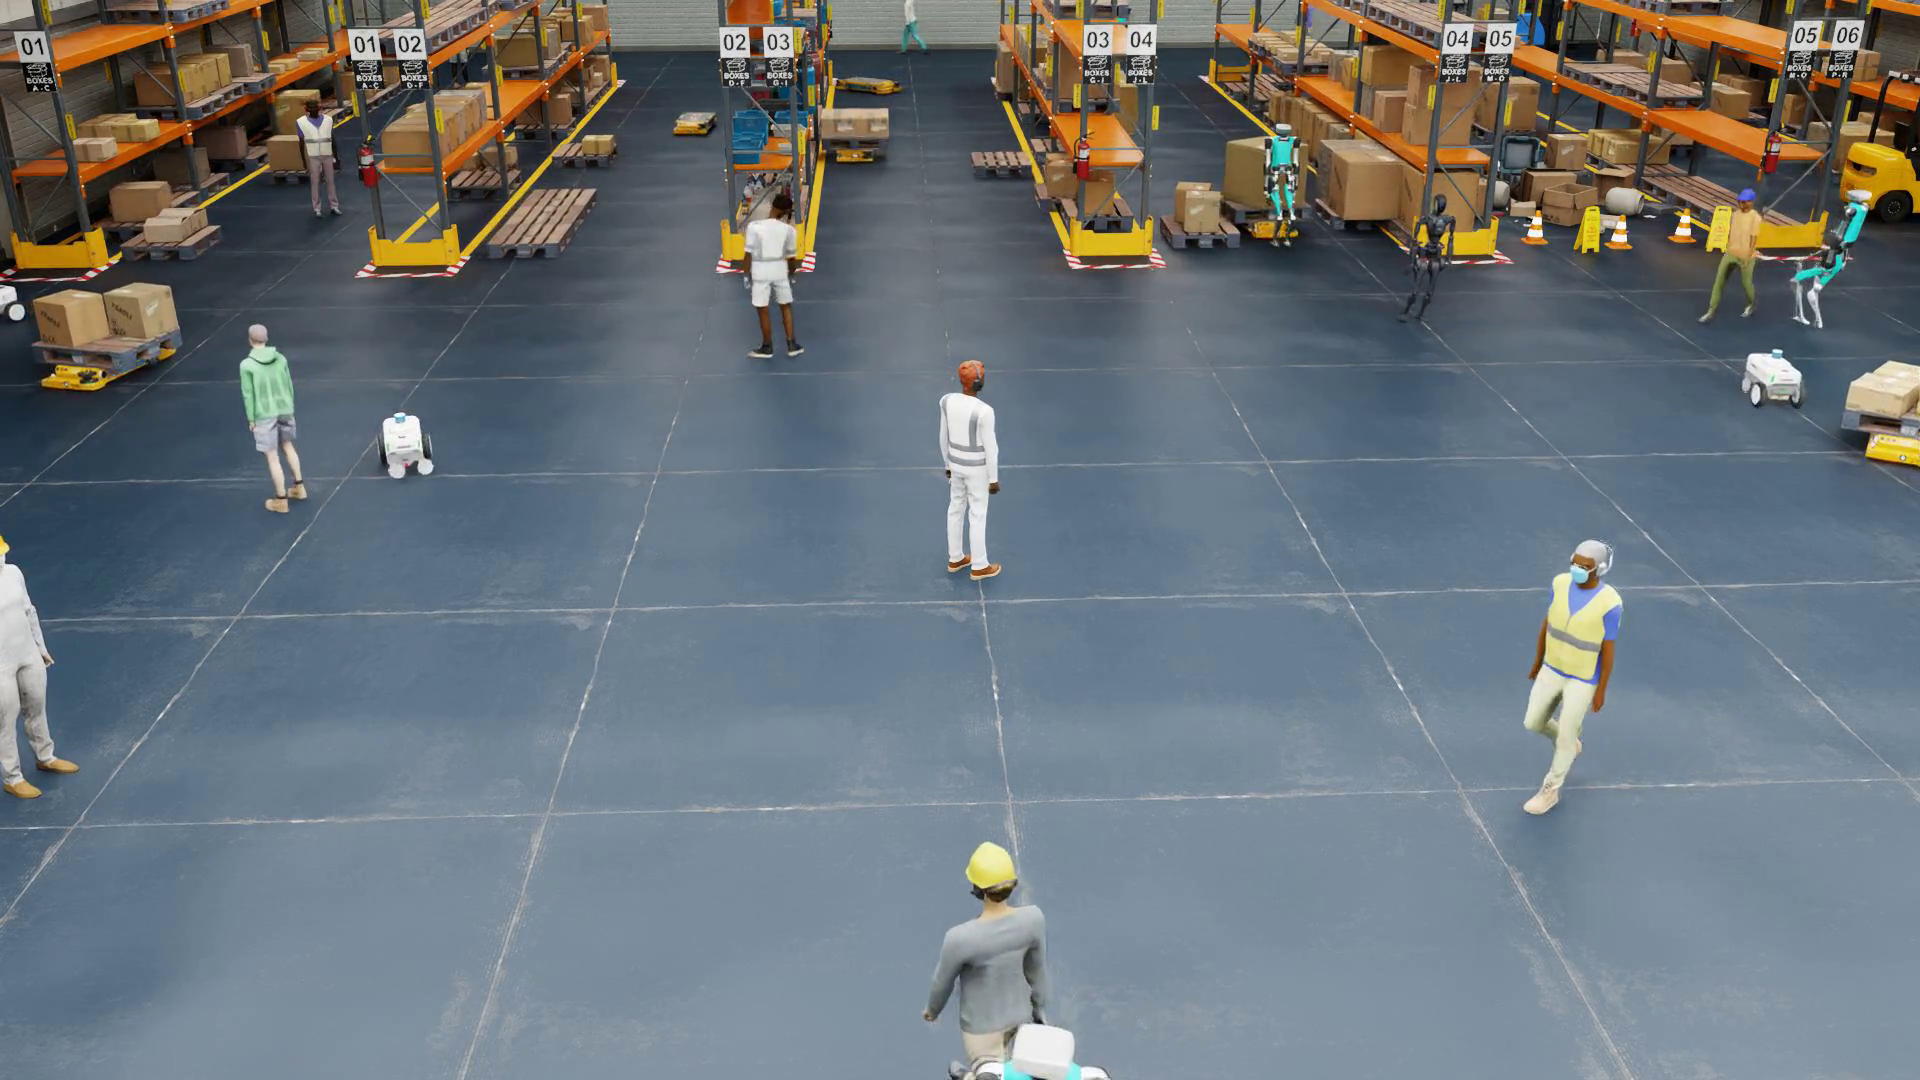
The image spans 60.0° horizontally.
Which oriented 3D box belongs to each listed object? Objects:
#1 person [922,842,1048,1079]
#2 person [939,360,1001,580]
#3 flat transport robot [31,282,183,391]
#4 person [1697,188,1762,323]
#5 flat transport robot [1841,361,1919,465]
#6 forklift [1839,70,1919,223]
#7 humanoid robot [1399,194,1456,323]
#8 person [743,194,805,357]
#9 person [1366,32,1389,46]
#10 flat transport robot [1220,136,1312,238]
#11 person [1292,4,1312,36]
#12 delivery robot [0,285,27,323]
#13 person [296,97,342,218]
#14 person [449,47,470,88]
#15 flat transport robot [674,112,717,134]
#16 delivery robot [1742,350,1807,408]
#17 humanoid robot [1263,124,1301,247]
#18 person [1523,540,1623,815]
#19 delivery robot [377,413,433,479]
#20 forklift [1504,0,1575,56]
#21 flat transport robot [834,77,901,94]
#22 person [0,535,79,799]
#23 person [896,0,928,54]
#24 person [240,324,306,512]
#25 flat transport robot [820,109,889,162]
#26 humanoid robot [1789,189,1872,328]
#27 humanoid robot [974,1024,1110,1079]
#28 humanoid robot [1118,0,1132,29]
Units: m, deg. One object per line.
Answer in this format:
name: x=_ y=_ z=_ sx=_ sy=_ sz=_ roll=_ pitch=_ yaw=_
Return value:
person: x=0.100 y=2.172 z=7.806 sx=0.534 sy=1.723 sz=0.898 roll=-15 pitch=28 yaw=-31
person: x=0.092 y=-0.582 z=13.797 sx=0.582 sy=1.882 sz=0.350 roll=20 pitch=31 yaw=38
flat transport robot: x=-9.730 y=-2.028 z=19.029 sx=0.659 sy=0.231 sz=1.431 roll=6 pitch=25 yaw=12
person: x=9.729 y=-3.548 z=20.712 sx=0.893 sy=1.671 sz=0.443 roll=-16 pitch=28 yaw=-31
flat transport robot: x=9.639 y=-1.079 z=16.896 sx=0.659 sy=0.231 sz=1.431 roll=13 pitch=27 yaw=27
forklift: x=15.132 y=-6.143 z=25.915 sx=2.313 sy=2.155 sz=1.214 roll=-1 pitch=24 yaw=-2
humanoid robot: x=5.817 y=-3.485 z=20.591 sx=0.613 sy=1.638 sz=0.416 roll=-5 pitch=24 yaw=-11
person: x=-2.170 y=-3.050 z=19.306 sx=0.711 sy=1.920 sz=0.395 roll=-10 pitch=26 yaw=-21
person: x=9.026 y=-10.493 z=36.125 sx=0.537 sy=1.844 sz=0.432 roll=0 pitch=24 yaw=1
flat transport robot: x=4.621 y=-4.877 z=25.431 sx=0.659 sy=0.231 sz=1.431 roll=-4 pitch=24 yaw=-8
person: x=8.564 y=-12.798 z=41.403 sx=0.933 sy=1.757 sz=0.608 roll=-4 pitch=24 yaw=-8
delivery robot: x=-12.115 y=-2.935 z=20.703 sx=0.518 sy=0.583 sz=0.741 roll=13 pitch=27 yaw=26
person: x=-10.003 y=-5.981 z=25.973 sx=0.568 sy=1.843 sz=0.373 roll=-17 pitch=29 yaw=-33
person: x=-11.369 y=-11.097 z=37.646 sx=0.539 sy=1.697 sz=0.318 roll=2 pitch=24 yaw=4
flat transport robot: x=-5.271 y=-8.318 z=33.163 sx=0.659 sy=0.231 sz=1.431 roll=0 pitch=24 yaw=1
delivery robot: x=8.840 y=-1.765 z=18.083 sx=0.499 sy=0.591 sz=0.781 roll=1 pitch=24 yaw=2
humanoid robot: x=4.687 y=-5.094 z=24.042 sx=0.530 sy=1.723 sz=0.763 roll=-3 pitch=24 yaw=-6
person: x=3.895 y=0.852 z=10.583 sx=0.535 sy=1.878 sz=0.549 roll=-18 pitch=30 yaw=-35
delivery robot: x=-5.438 y=-0.950 z=16.273 sx=0.509 sy=0.610 sz=0.781 roll=-8 pitch=25 yaw=-17
forklift: x=14.700 y=-13.805 z=42.301 sx=1.873 sy=2.768 sz=1.129 roll=-1 pitch=24 yaw=-2
flat transport robot: x=-2.079 y=-10.242 z=37.487 sx=1.431 sy=0.231 sz=0.659 roll=17 pitch=29 yaw=33
person: x=-6.141 y=0.776 z=10.741 sx=0.378 sy=1.888 sz=0.564 roll=8 pitch=25 yaw=16
person: x=-1.215 y=-13.319 z=42.620 sx=0.817 sy=1.714 sz=0.556 roll=0 pitch=24 yaw=0
person: x=-6.272 y=-1.114 z=15.191 sx=0.413 sy=1.718 sz=0.472 roll=20 pitch=31 yaw=37
flat transport robot: x=-1.920 y=-7.165 z=30.573 sx=0.659 sy=0.231 sz=1.431 roll=-1 pitch=24 yaw=-2
humanoid robot: x=10.589 y=-3.458 z=20.466 sx=0.533 sy=1.780 sz=0.845 roll=-21 pitch=31 yaw=-38
humanoid robot: x=0.298 y=2.767 z=6.444 sx=0.540 sy=1.795 sz=0.678 roll=1 pitch=24 yaw=3
humanoid robot: x=3.599 y=-12.048 z=39.761 sx=0.543 sy=1.760 sz=0.983 roll=-17 pitch=29 yaw=-34
